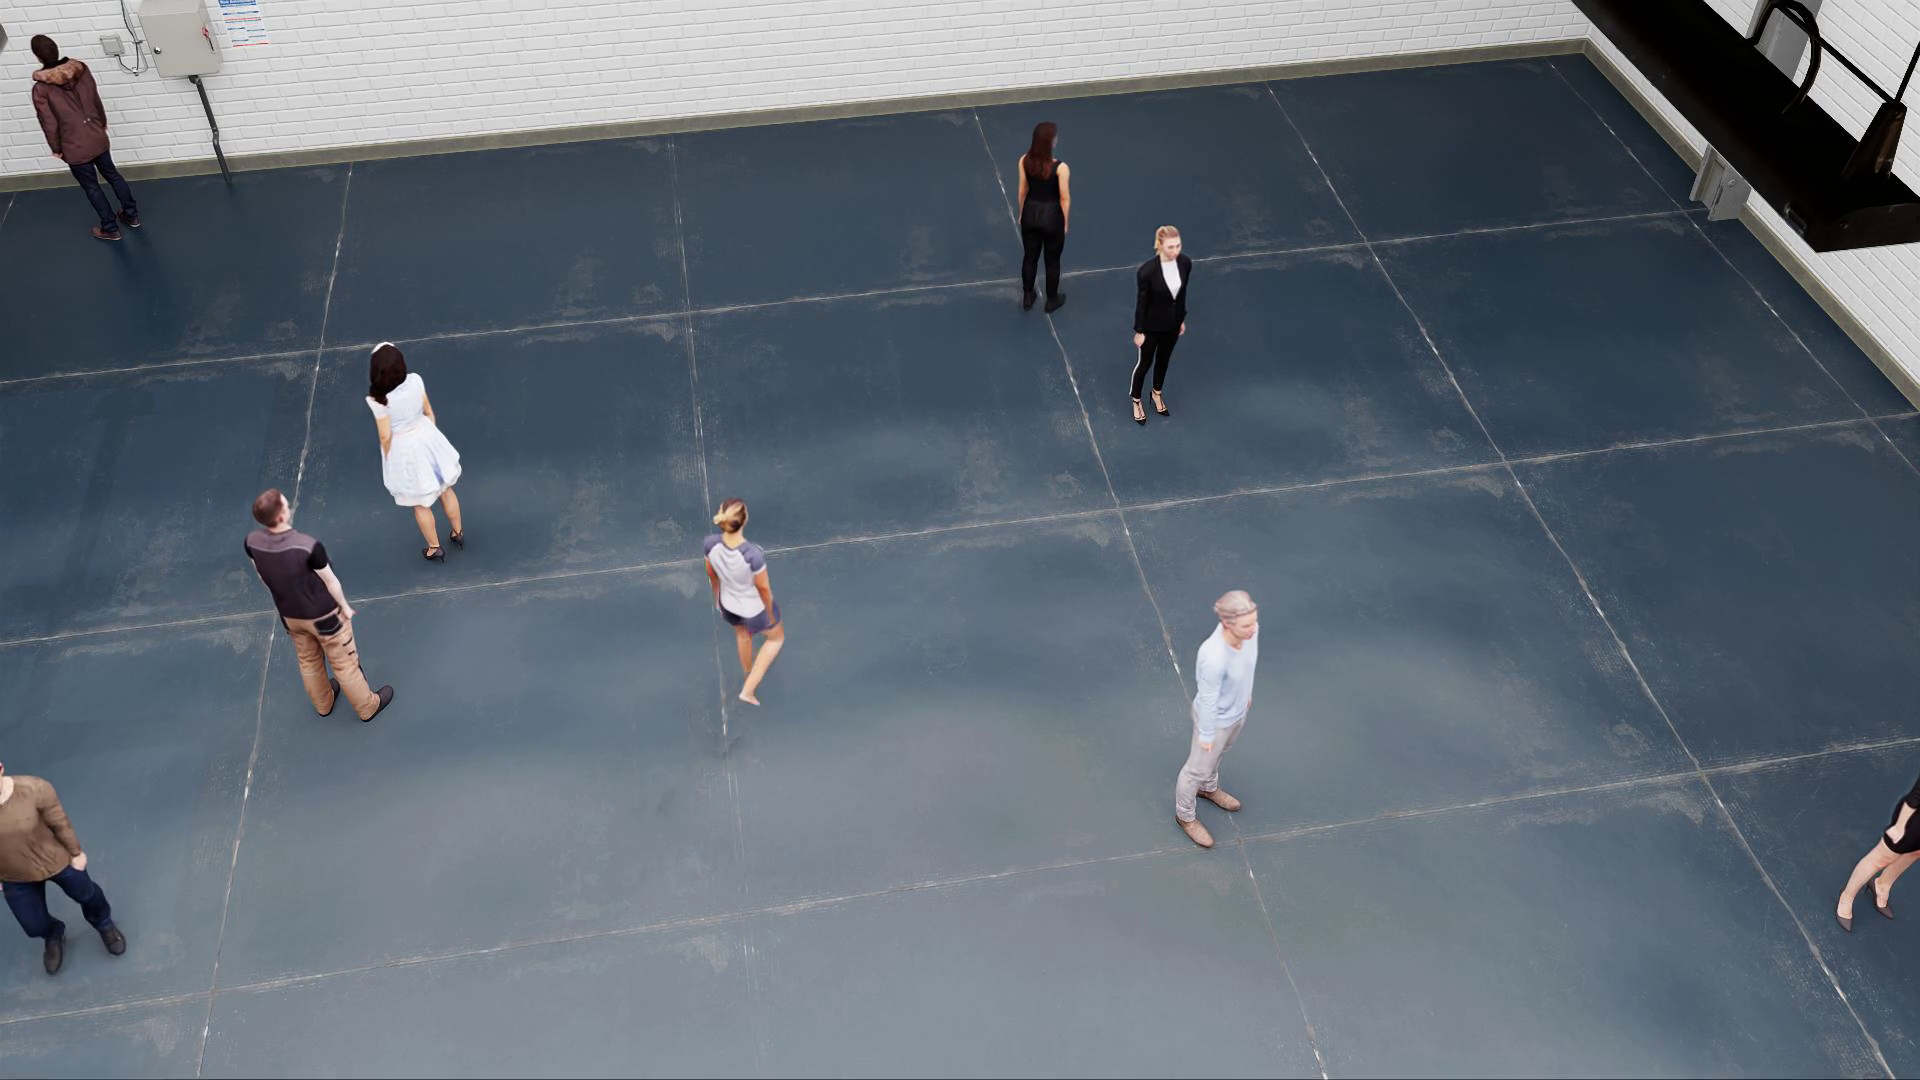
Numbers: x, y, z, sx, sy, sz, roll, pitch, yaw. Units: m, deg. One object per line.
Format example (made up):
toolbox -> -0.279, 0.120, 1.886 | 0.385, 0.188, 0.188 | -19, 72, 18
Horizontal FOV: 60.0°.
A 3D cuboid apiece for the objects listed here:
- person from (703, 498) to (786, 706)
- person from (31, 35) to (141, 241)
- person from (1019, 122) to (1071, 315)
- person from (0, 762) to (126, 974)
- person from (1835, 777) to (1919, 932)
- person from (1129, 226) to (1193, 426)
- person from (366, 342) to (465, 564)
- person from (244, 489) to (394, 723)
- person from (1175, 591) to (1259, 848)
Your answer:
person -> -1.358, 0.433, 10.313 | 0.765, 1.611, 0.844 | 16, 46, 17
person -> -7.503, -3.435, 14.203 | 0.937, 1.846, 0.843 | 19, 47, 19
person -> 0.670, -2.592, 13.433 | 0.677, 1.688, 0.709 | 16, 46, 16
person -> -4.916, 1.672, 8.829 | 0.770, 1.864, 0.766 | -18, 47, -18
person -> 5.258, 1.512, 9.042 | 0.619, 1.802, 0.521 | -11, 45, -11
person -> 1.489, -1.606, 12.385 | 0.677, 1.706, 0.630 | -20, 47, -19
person -> -3.670, -0.578, 11.224 | 0.903, 1.818, 0.853 | 34, 53, 30
person -> -3.985, 0.412, 10.168 | 0.770, 1.841, 0.744 | 10, 45, 10
person -> 1.490, 0.980, 9.535 | 0.800, 1.893, 0.750 | 28, 50, 26
